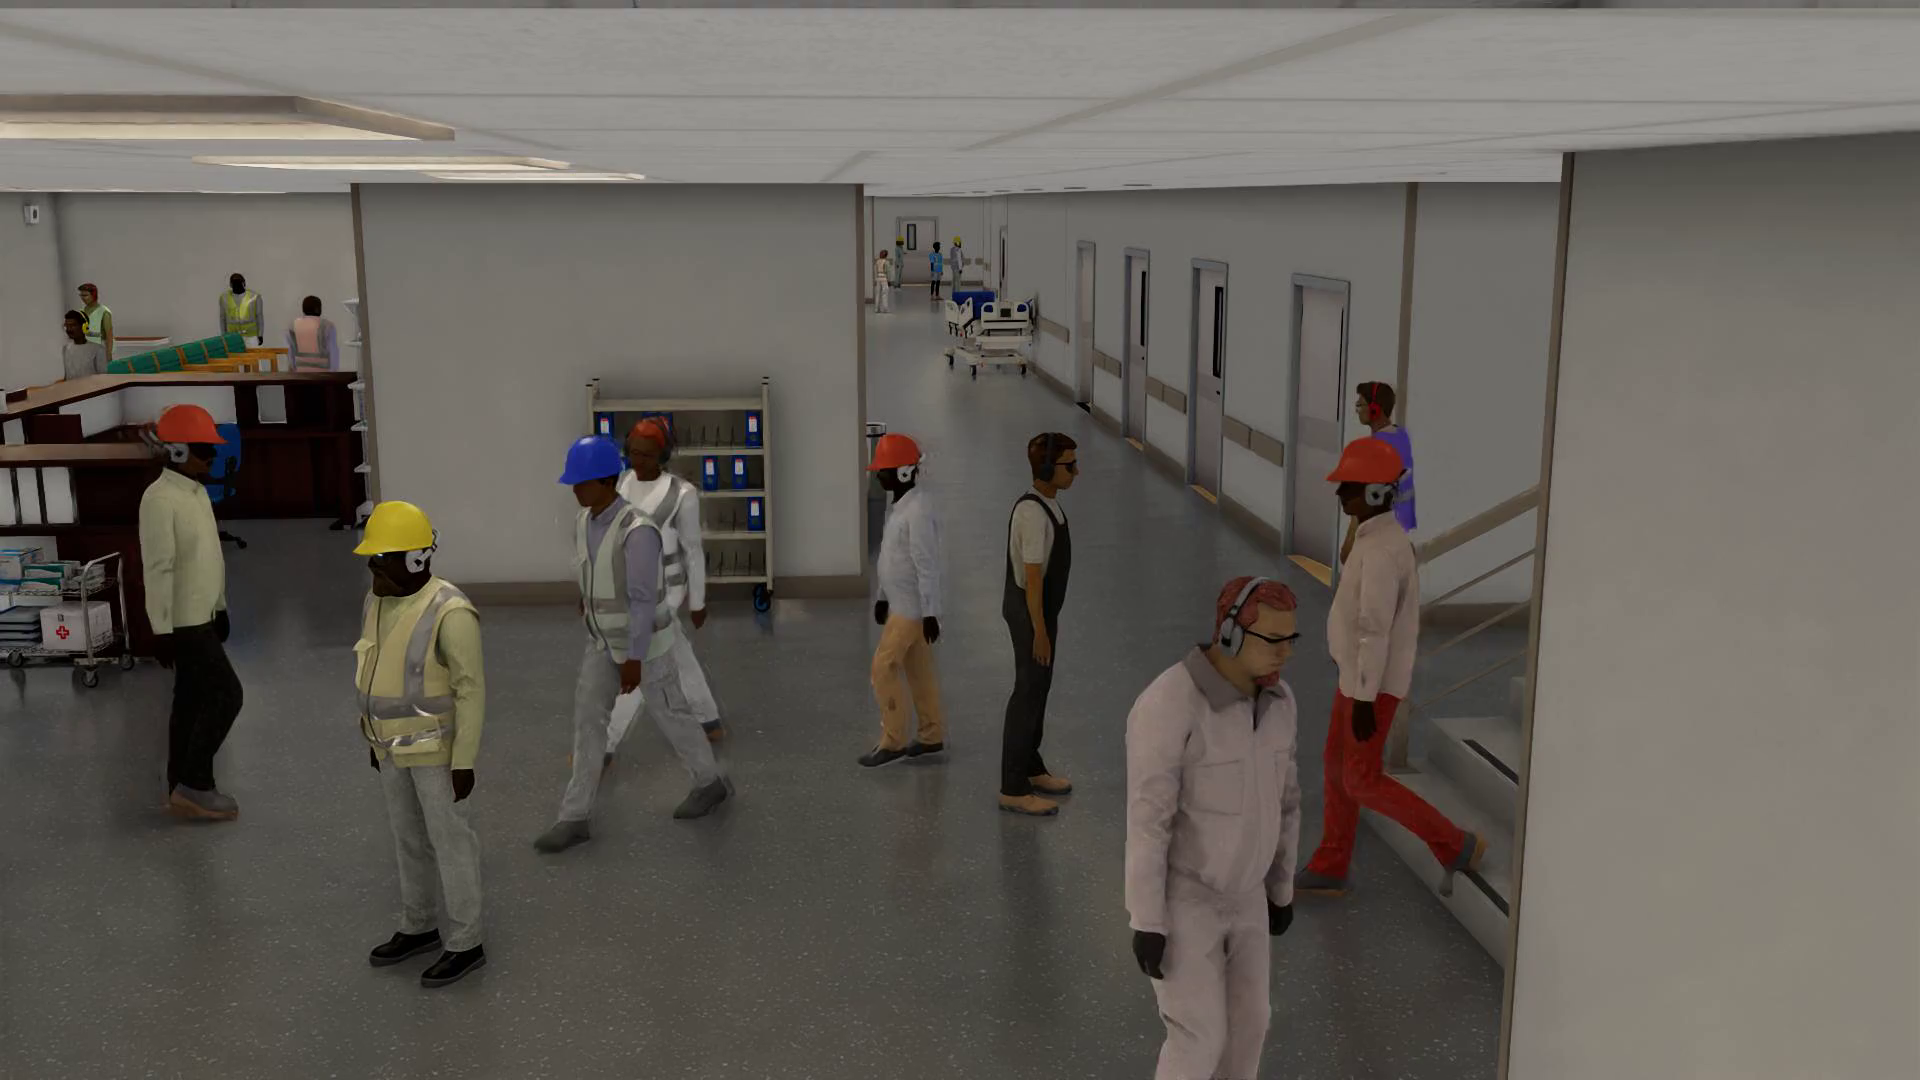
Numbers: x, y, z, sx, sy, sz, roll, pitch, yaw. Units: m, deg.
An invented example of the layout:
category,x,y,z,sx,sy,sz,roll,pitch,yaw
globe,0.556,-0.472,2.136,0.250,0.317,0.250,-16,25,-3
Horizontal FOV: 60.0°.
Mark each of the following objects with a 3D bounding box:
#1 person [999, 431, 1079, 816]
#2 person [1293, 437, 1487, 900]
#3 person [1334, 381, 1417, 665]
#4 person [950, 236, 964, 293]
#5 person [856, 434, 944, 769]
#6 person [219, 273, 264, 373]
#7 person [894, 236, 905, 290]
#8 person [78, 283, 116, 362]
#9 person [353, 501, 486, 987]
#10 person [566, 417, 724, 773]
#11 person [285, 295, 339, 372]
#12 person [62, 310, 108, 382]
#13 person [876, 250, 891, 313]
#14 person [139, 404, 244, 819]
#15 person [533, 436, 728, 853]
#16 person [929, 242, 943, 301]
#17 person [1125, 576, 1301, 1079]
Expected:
category,x,y,z,sx,sy,sz,roll,pitch,yaw
person,0.384,0.392,7.962,0.346,1.838,0.502,3,12,14
person,1.737,0.561,6.787,0.767,1.977,0.624,2,12,10
person,2.463,-0.050,10.112,0.625,1.823,0.577,7,13,30
person,-0.073,-8.083,49.360,0.404,1.837,0.592,-5,13,-25
person,-0.352,0.316,8.565,0.631,1.728,0.597,-3,12,-12
person,-10.745,-3.075,24.915,0.621,1.835,0.431,-3,12,-13
person,-1.949,-8.947,53.837,0.336,1.733,0.480,3,12,16
person,-11.261,-2.430,21.732,0.564,1.839,0.390,6,13,27
person,-2.023,0.752,6.199,0.600,1.830,0.403,9,14,36
person,-1.613,0.272,8.587,0.620,1.825,0.994,11,16,43
person,-7.575,-1.969,19.583,0.632,1.826,0.687,1,12,5
person,-8.416,-1.275,16.010,0.517,1.873,0.328,3,12,13
person,-1.990,-6.684,43.043,0.514,1.630,0.318,11,16,43
person,-3.579,0.351,7.794,0.509,1.975,0.639,-2,12,-9
person,-1.500,0.441,7.613,0.602,1.895,0.999,10,15,40
person,-0.677,-7.836,48.499,0.316,1.695,0.542,8,14,35
person,0.745,1.025,4.742,0.701,1.885,0.462,-11,16,-43
